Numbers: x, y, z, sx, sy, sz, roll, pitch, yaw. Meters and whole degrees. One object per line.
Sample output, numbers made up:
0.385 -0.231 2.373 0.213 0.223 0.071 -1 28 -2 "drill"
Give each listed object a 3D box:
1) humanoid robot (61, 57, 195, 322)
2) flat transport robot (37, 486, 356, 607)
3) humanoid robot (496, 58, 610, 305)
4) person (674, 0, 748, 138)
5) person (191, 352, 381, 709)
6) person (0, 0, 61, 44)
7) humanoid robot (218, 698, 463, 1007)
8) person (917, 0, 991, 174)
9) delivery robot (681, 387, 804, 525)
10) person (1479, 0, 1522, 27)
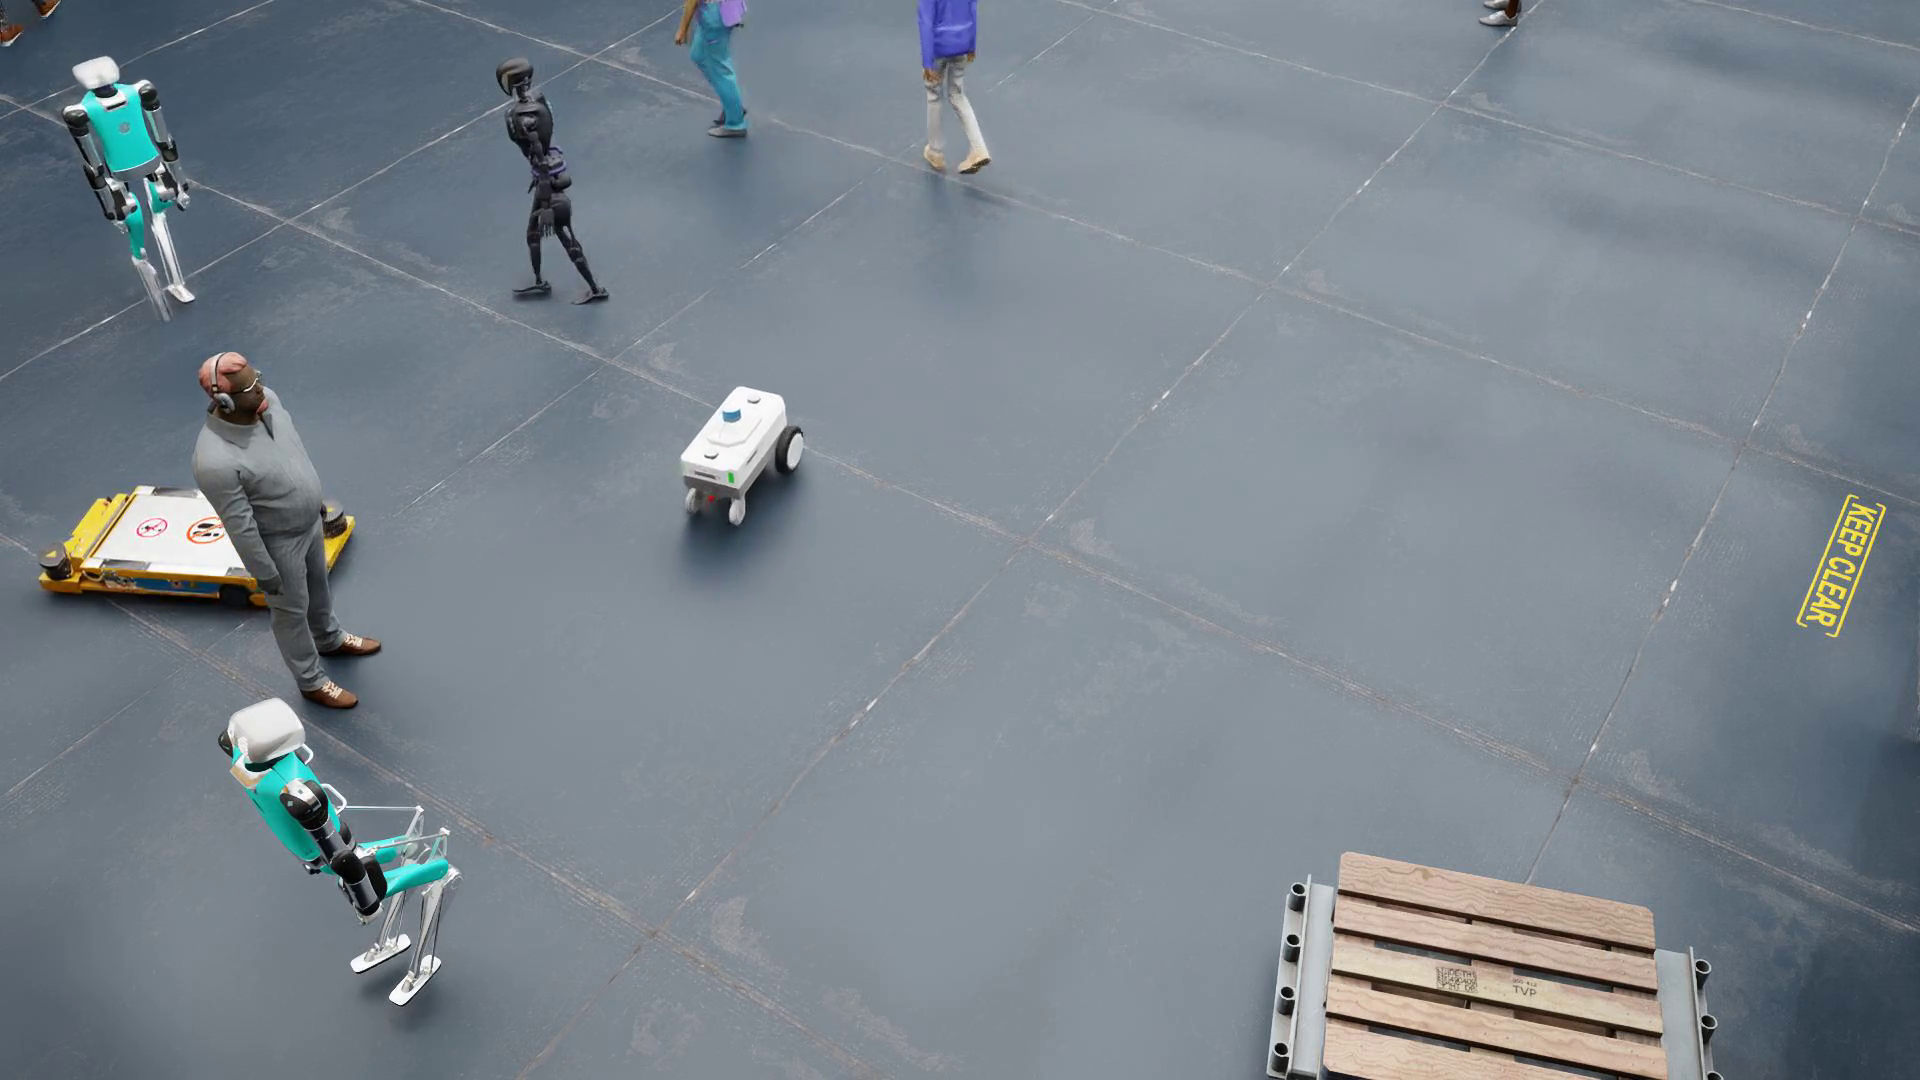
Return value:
-5.016 -2.102 10.100 0.548 1.878 0.743 -32 51 -31 "humanoid robot"
-4.003 0.031 8.744 1.431 0.231 0.659 4 42 4 "flat transport robot"
-2.557 -2.156 10.144 0.599 1.638 0.609 -12 43 -14 "humanoid robot"
-1.755 -3.676 11.730 0.493 1.819 0.555 5 42 6 "person"
-3.080 -0.048 7.602 0.414 1.913 0.642 2 42 2 "person"
-7.698 -4.942 13.125 0.521 1.841 0.865 -1 42 -1 "person"
-2.236 1.114 6.330 0.533 1.677 0.735 30 50 30 "humanoid robot"
-0.051 -3.345 11.348 0.477 1.840 0.668 -20 45 -21 "person"
-1.223 -0.503 9.140 0.499 0.611 0.814 14 44 15 "delivery robot"
4.499 -5.056 13.195 0.455 1.931 0.554 14 44 15 "person"
